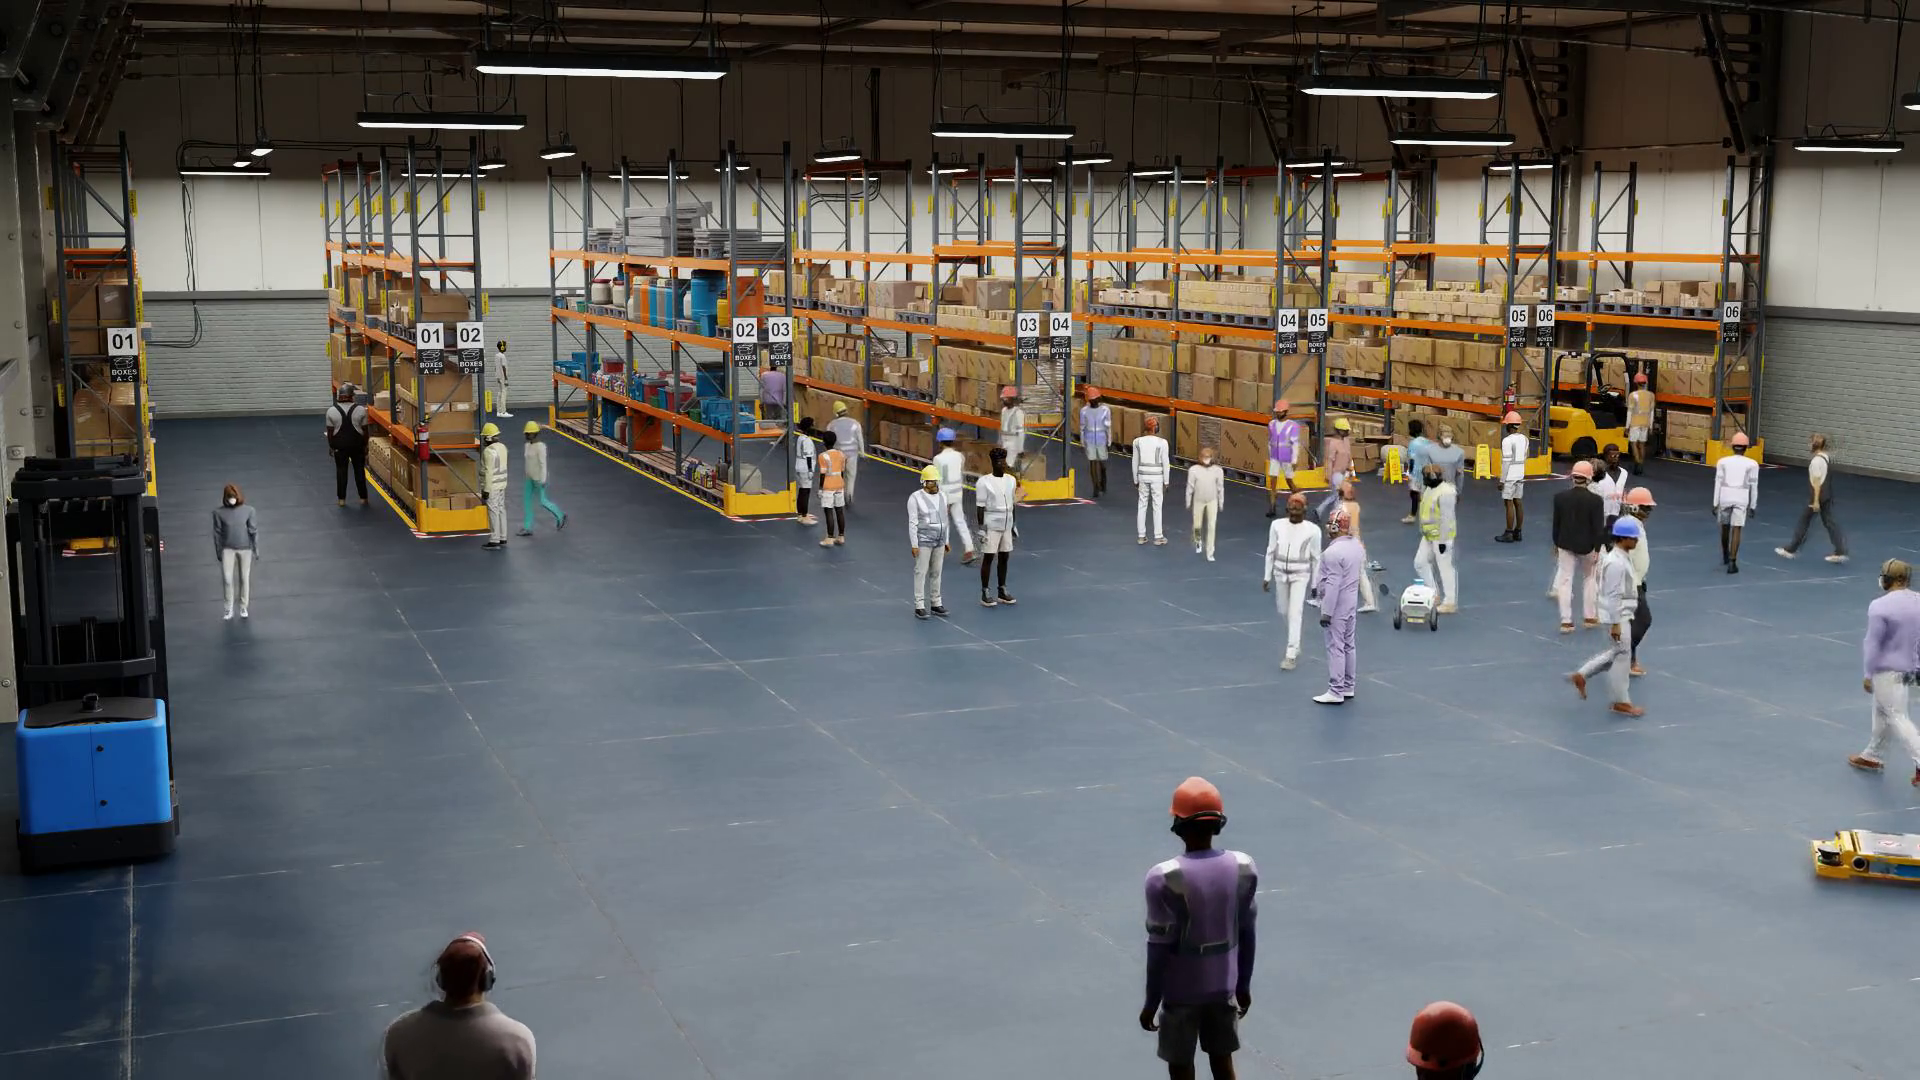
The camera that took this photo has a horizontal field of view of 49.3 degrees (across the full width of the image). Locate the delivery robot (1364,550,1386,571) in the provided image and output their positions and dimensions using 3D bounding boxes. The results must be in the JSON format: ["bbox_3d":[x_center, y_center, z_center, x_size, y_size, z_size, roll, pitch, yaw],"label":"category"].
[{"bbox_3d":[5.149,0.238,26.811,0.335,0.223,0.698,-5,10,-30],"label":"delivery robot"}]

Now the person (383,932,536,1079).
[{"bbox_3d":[-1.994,2.503,8.392,0.647,1.871,0.949,1,9,6],"label":"person"}]

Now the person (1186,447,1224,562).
[{"bbox_3d":[3.442,-0.526,29.411,0.539,1.611,0.491,1,9,6],"label":"person"}]

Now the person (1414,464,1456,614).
[{"bbox_3d":[5.780,-0.025,25.449,0.576,1.805,0.725,-1,9,-8],"label":"person"}]

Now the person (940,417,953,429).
[{"bbox_3d":[-0.289,-3.289,47.830,0.508,1.613,0.644,0,9,-3],"label":"person"}]

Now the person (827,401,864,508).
[{"bbox_3d":[-1.899,-1.411,34.730,0.618,1.797,0.795,-1,9,-4],"label":"person"}]

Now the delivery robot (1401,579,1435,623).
[{"bbox_3d":[5.374,0.705,24.566,0.477,0.478,0.707,2,9,16],"label":"delivery robot"}]

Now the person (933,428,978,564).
[{"bbox_3d":[-0.131,-0.613,29.074,0.616,1.909,0.998,-8,12,-42],"label":"person"}]

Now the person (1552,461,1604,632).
[{"bbox_3d":[7.190,0.059,24.322,0.622,1.964,0.806,5,10,31],"label":"person"}]

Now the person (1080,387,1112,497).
[{"bbox_3d":[2.349,-1.698,36.304,0.565,1.901,0.449,1,9,6],"label":"person"}]

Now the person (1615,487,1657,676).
[{"bbox_3d":[7.060,0.437,21.782,0.519,1.980,0.644,4,10,26],"label":"person"}]

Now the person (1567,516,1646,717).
[{"bbox_3d":[6.249,0.716,20.117,0.676,1.925,0.614,4,9,25],"label":"person"}]

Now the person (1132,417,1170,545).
[{"bbox_3d":[2.823,-0.876,30.874,0.579,1.883,0.352,4,9,26],"label":"person"}]

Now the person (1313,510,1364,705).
[{"bbox_3d":[3.708,0.651,20.615,0.407,1.906,0.655,6,10,34],"label":"person"}]

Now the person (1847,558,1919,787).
[{"bbox_3d":[7.933,1.104,17.661,0.632,1.901,0.965,-4,10,-27],"label":"person"}]

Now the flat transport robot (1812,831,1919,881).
[{"bbox_3d":[6.948,2.309,15.121,1.431,0.197,0.652,3,9,19],"label":"flat transport robot"}]

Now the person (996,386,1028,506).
[{"bbox_3d":[0.809,-1.568,35.009,0.422,2.027,0.617,-3,9,-22],"label":"person"}]

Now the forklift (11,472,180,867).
[{"bbox_3d":[-6.630,0.886,15.957,1.129,2.768,1.873,-3,9,-21],"label":"forklift"}]

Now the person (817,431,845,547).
[{"bbox_3d":[-1.887,-0.754,30.663,0.320,1.698,0.537,7,11,38],"label":"person"}]

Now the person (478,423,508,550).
[{"bbox_3d":[-6.793,-0.788,30.457,0.404,1.828,0.602,2,9,12],"label":"person"}]

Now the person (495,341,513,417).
[{"bbox_3d":[-11.239,-3.960,51.477,0.328,1.872,0.512,-6,11,-36],"label":"person"}]

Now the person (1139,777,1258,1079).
[{"bbox_3d":[1.137,2.152,10.151,0.615,2.040,0.391,-4,9,-25],"label":"person"}]

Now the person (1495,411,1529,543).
[{"bbox_3d":[8.192,-0.942,31.127,0.543,1.939,0.359,-7,11,-41],"label":"person"}]

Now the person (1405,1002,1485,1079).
[{"bbox_3d":[1.691,2.584,7.435,0.622,1.990,0.388,2,9,11],"label":"person"}]

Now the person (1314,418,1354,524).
[{"bbox_3d":[5.793,-1.040,32.427,0.693,1.741,0.524,7,11,38],"label":"person"}]

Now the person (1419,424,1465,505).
[{"bbox_3d":[6.830,-0.713,29.744,0.638,1.907,0.949,1,9,7],"label":"person"}]

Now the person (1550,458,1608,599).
[{"bbox_3d":[7.910,-0.131,26.250,0.989,1.786,0.626,4,9,26],"label":"person"}]

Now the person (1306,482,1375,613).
[{"bbox_3d":[4.688,0.085,25.444,0.900,1.585,0.515,8,12,43],"label":"person"}]

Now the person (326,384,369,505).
[{"bbox_3d":[-10.295,-1.592,35.260,0.675,2.000,0.537,-2,9,-13],"label":"person"}]

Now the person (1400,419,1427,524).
[{"bbox_3d":[7.227,-1.058,32.777,0.631,1.677,0.551,5,10,30],"label":"person"}]

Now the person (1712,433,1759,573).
[{"bbox_3d":[10.613,-0.530,28.647,0.555,1.861,1.053,5,10,28],"label":"person"}]

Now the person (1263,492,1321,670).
[{"bbox_3d":[3.582,0.402,22.473,0.583,1.860,0.879,5,10,32],"label":"person"}]

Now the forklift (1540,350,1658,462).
[{"bbox_3d":[12.897,-2.725,42.309,2.313,2.155,1.214,-3,9,-21],"label":"forklift"}]

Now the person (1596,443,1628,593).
[{"bbox_3d":[8.285,-0.290,26.847,0.590,1.920,0.399,-4,9,-26],"label":"person"}]

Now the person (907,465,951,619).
[{"bbox_3d":[-0.350,0.013,25.112,0.593,1.833,0.404,-7,11,-41],"label":"person"}]

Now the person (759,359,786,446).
[{"bbox_3d":[-4.002,-2.975,44.790,0.590,1.909,0.438,-3,9,-17],"label":"person"}]

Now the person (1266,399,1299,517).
[{"bbox_3d":[5.269,-1.356,34.025,0.556,1.904,0.937,6,10,34],"label":"person"}]

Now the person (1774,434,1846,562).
[{"bbox_3d":[11.981,-0.589,29.277,0.983,1.792,0.538,8,12,44],"label":"person"}]

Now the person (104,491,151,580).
[{"bbox_3d":[-10.154,-0.048,25.552,0.529,1.835,0.951,-5,10,-29],"label":"person"}]

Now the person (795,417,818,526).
[{"bbox_3d":[-2.417,-1.087,32.894,0.320,1.695,0.537,-3,9,-18],"label":"person"}]

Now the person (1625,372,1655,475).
[{"bbox_3d":[12.846,-2.203,39.591,0.547,1.944,0.492,-2,9,-13],"label":"person"}]

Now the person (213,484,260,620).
[{"bbox_3d":[-8.604,0.149,24.932,0.517,1.609,0.685,-3,9,-18],"label":"person"}]

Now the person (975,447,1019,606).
[{"bbox_3d":[0.468,-0.174,25.922,0.613,1.961,0.361,-7,11,-38],"label":"person"}]

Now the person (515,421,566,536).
[{"bbox_3d":[-6.403,-0.951,31.838,0.532,1.740,0.751,8,12,43],"label":"person"}]
